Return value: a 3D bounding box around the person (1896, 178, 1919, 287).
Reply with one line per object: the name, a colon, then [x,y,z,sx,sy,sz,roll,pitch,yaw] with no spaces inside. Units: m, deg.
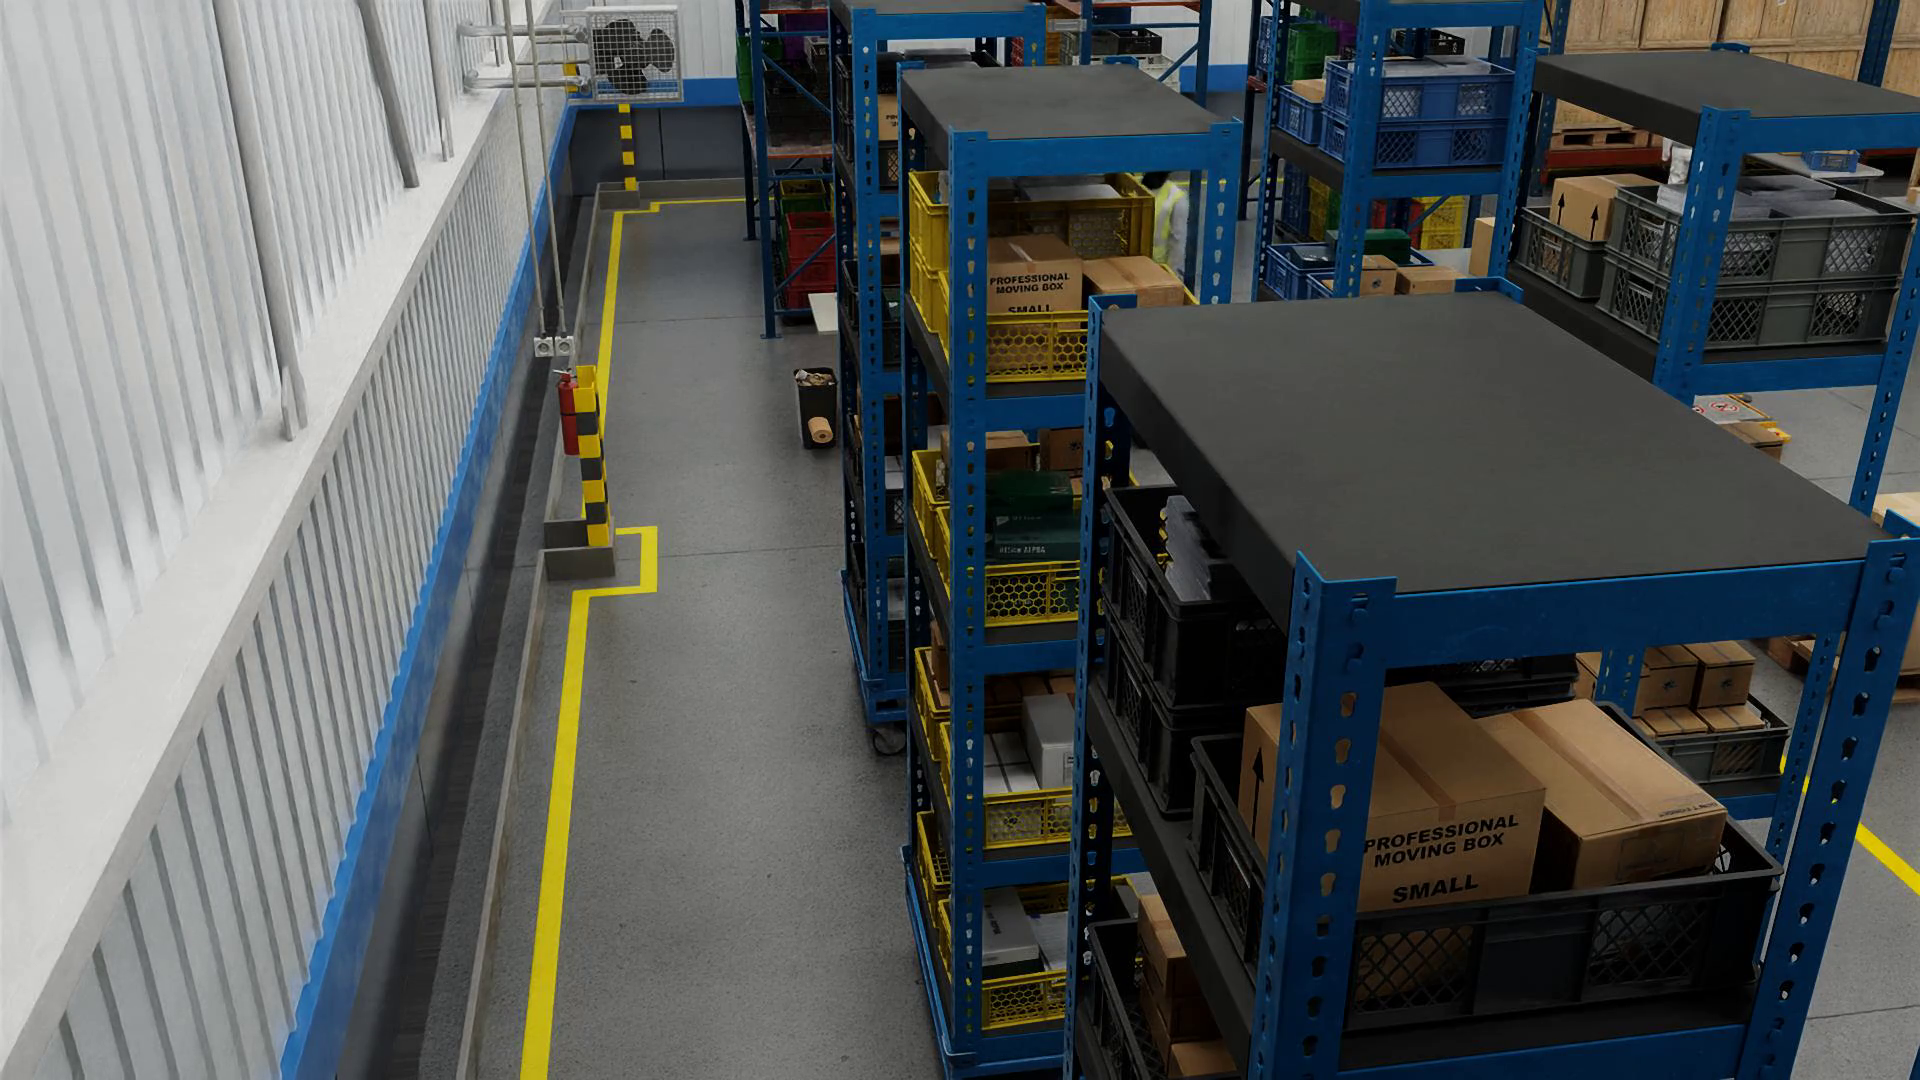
person: [9.190,-3.303,15.602,0.676,1.833,0.338,-14,28,-28]
